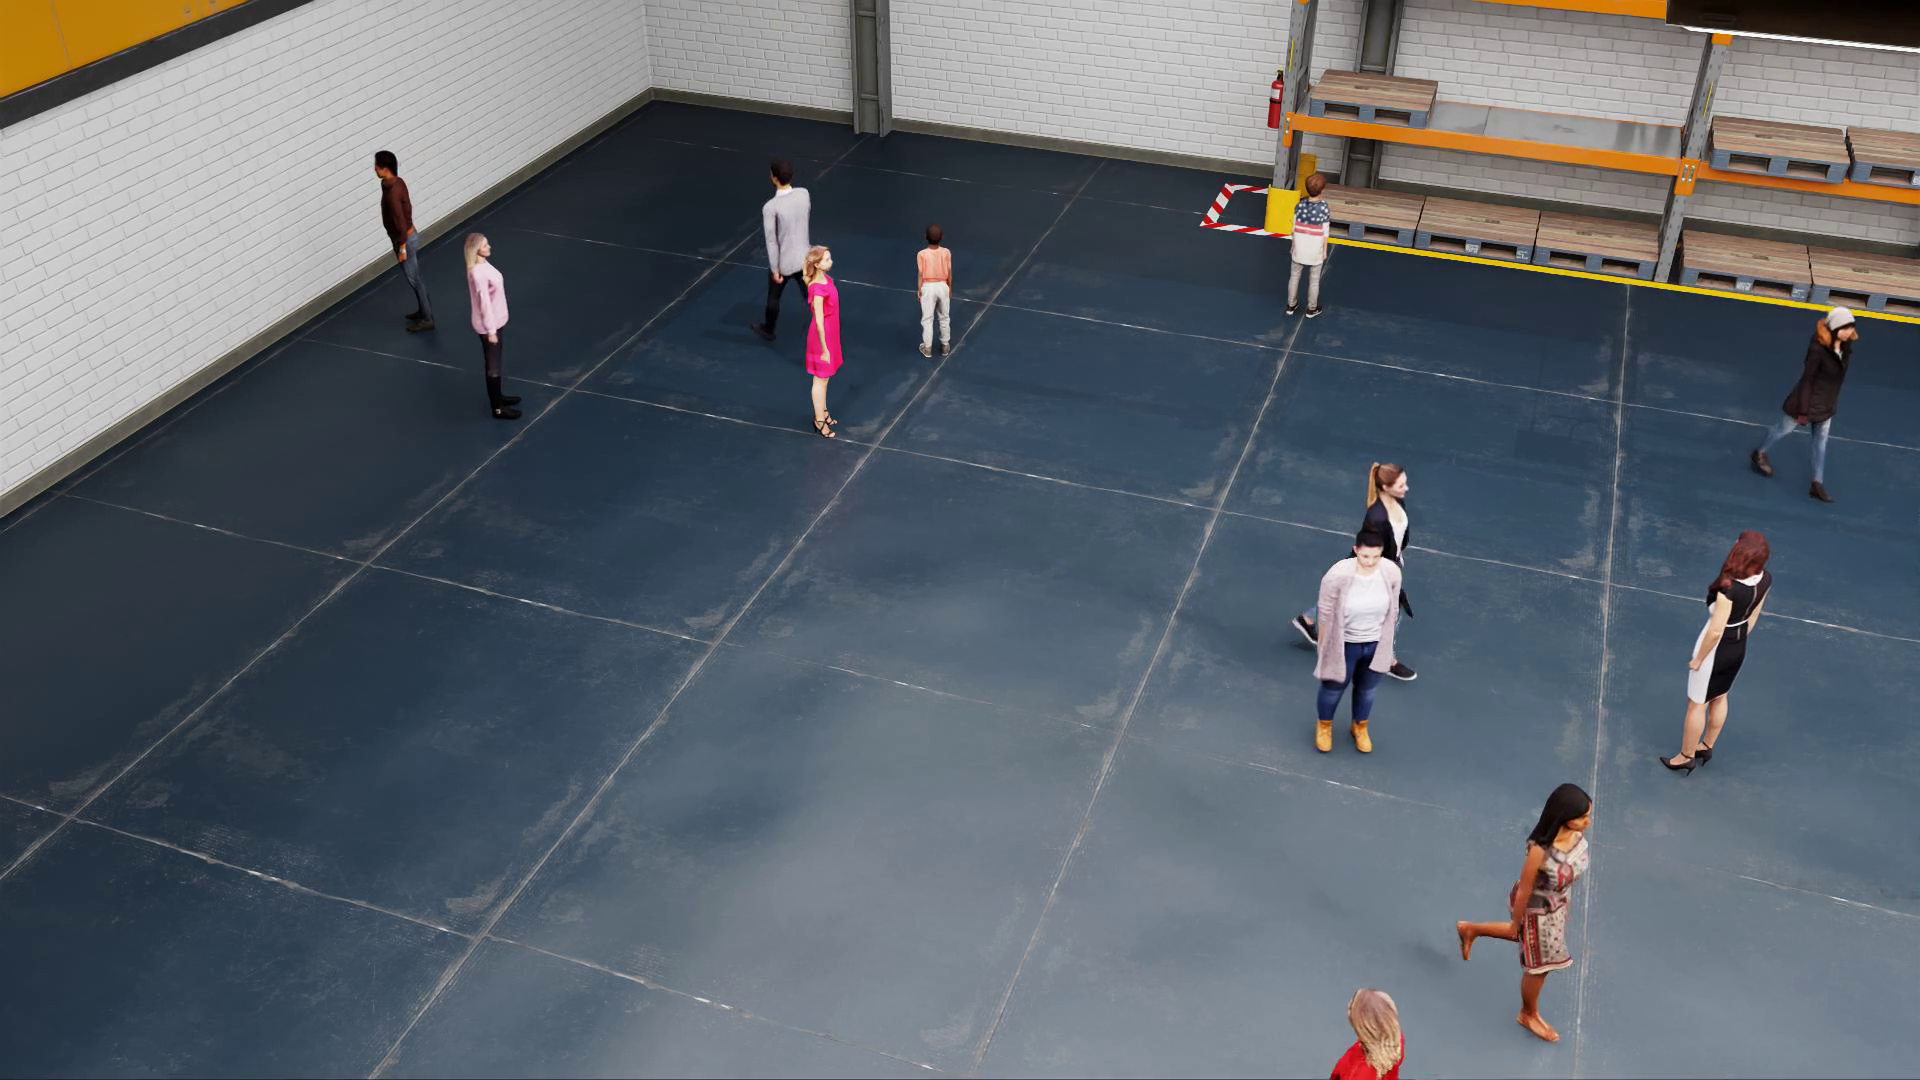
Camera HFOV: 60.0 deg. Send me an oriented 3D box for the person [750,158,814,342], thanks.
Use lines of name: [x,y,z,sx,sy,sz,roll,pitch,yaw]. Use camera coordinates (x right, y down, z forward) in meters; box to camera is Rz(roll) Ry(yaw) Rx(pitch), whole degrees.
person: [-1.468,-2.518,15.184,1.134,1.871,1.378,-27,42,-34]

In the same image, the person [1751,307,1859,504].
person: [6.789,-1.146,13.368,1.096,1.595,1.134,-13,36,-18]

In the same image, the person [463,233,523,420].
person: [-4.077,-1.866,14.369,0.702,1.687,0.683,-6,34,-9]

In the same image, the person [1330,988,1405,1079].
person: [1.874,2.723,7.486,0.966,1.663,1.219,-26,42,-34]

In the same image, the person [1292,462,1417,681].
person: [2.739,0.172,11.346,1.179,1.640,0.716,16,37,22]

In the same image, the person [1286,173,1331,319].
person: [3.378,-2.858,16.085,0.462,1.438,0.604,17,37,23]

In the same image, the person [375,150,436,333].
person: [-5.252,-2.836,15.746,0.726,1.778,0.717,-9,35,-13]

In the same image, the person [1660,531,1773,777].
person: [4.743,0.715,10.388,0.644,1.796,0.692,-16,37,-23]

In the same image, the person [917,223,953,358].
person: [-0.232,-2.317,15.388,0.534,1.311,0.618,-6,34,-9]

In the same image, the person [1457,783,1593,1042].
person: [2.985,1.891,8.774,0.912,1.623,1.078,-25,41,-32]

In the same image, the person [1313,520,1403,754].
person: [2.519,0.603,10.603,0.720,1.744,0.841,-3,34,-4]

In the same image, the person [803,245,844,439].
person: [-1.175,-1.698,14.079,0.631,1.729,0.631,1,34,2]
